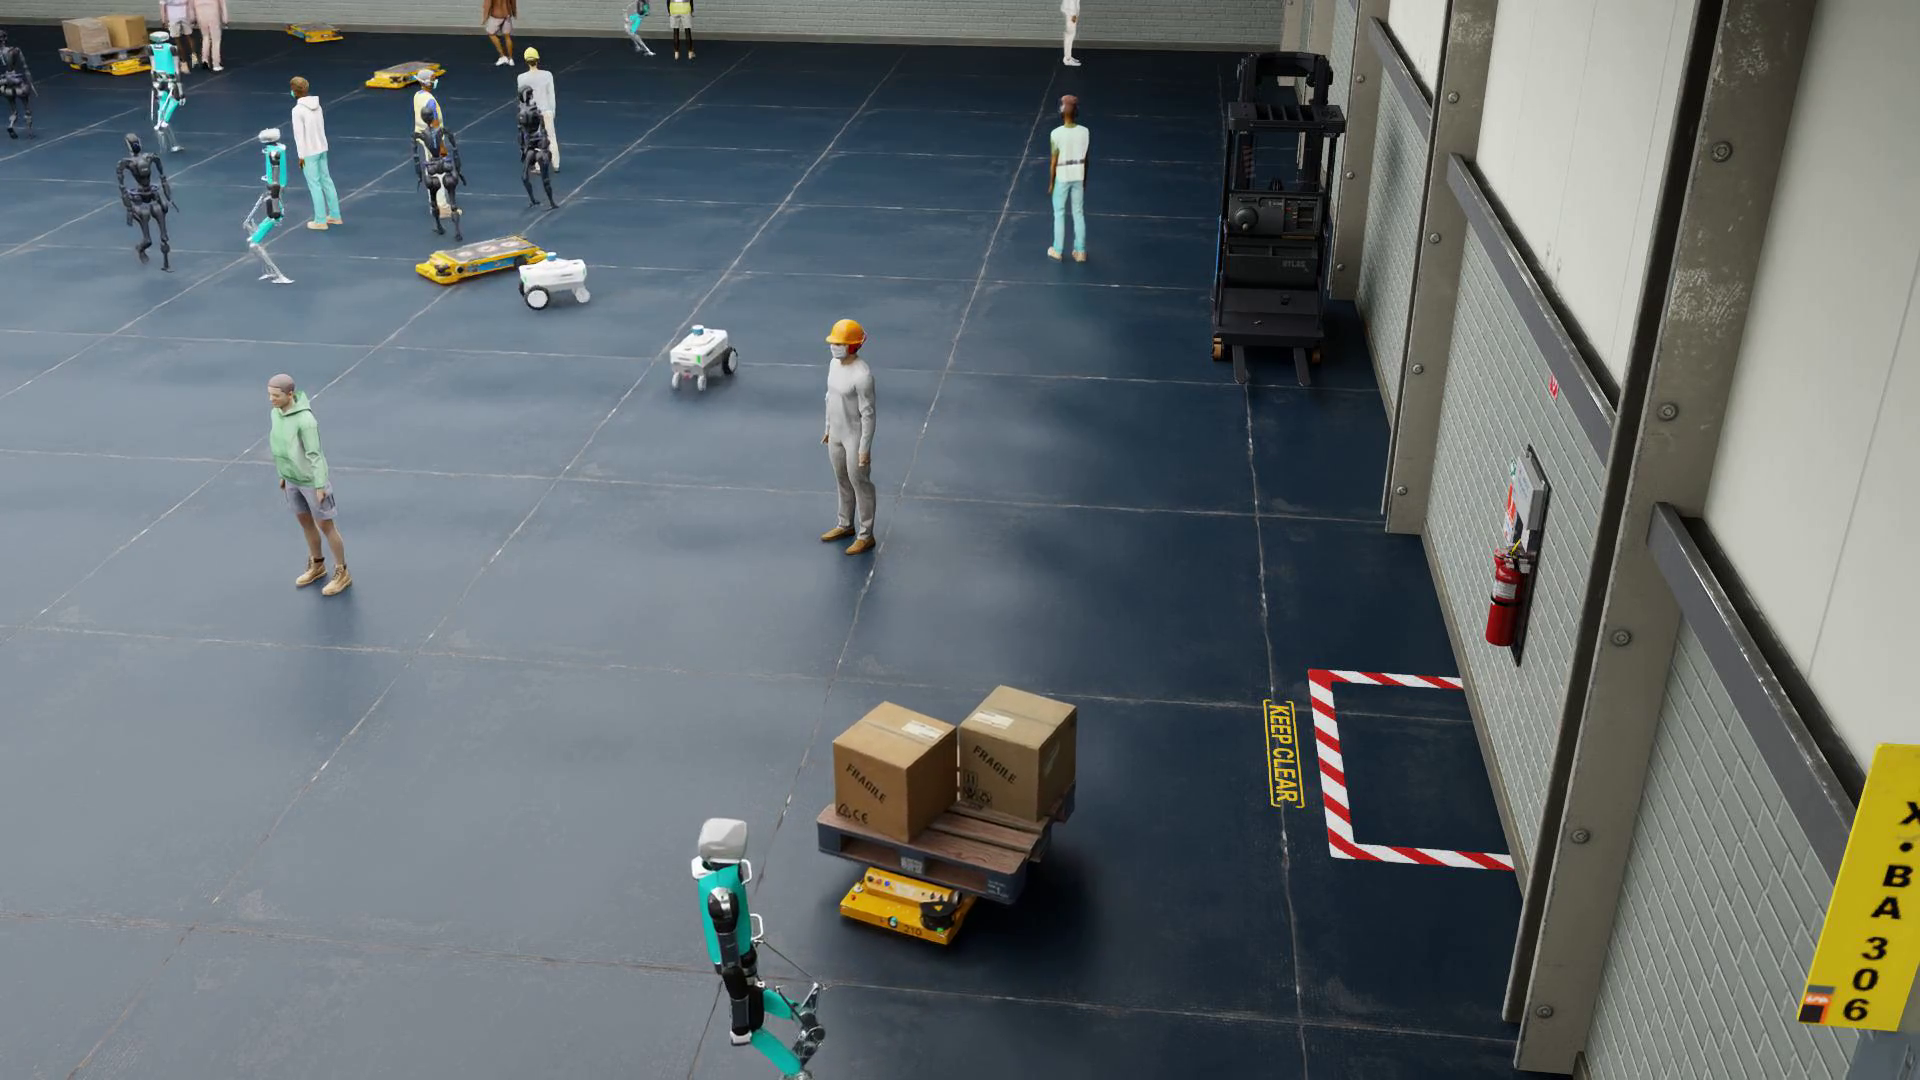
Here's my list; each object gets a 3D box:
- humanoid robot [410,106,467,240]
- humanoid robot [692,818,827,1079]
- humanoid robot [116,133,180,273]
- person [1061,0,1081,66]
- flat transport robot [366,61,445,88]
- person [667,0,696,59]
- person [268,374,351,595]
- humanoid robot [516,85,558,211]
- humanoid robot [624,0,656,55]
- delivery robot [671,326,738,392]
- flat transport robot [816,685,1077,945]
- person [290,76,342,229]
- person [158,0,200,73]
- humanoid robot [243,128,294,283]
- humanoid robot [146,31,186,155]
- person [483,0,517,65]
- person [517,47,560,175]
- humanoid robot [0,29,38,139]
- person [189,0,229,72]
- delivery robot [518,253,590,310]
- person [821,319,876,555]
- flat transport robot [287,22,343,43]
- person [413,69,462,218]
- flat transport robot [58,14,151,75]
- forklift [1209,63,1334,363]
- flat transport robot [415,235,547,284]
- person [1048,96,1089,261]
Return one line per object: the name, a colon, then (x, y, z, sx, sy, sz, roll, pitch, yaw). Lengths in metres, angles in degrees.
humanoid robot: (-6.502, -4.595, 20.760, 0.613, 1.626, 0.654, -14, 30, -26)
humanoid robot: (-0.822, 2.013, 7.491, 0.664, 1.806, 0.531, -5, 27, -10)
humanoid robot: (-9.535, -3.968, 19.500, 0.465, 1.643, 0.613, 21, 33, 36)
person: (2.069, -9.802, 30.915, 0.402, 1.876, 0.495, 0, 27, 0)
flat transport robot: (-9.916, -8.329, 29.765, 0.659, 0.231, 1.431, 9, 28, 17)
person: (-5.282, -9.972, 31.450, 0.539, 1.695, 0.317, 0, 27, 0)
person: (-4.860, -0.427, 12.360, 0.468, 1.733, 0.320, 15, 30, 27)
humanoid robot: (-5.569, -5.134, 21.825, 0.585, 1.645, 0.426, 18, 32, 32)
humanoid robot: (-6.182, -10.149, 31.719, 0.714, 1.750, 0.532, 2, 27, 4)
delivery robot: (-2.570, -1.836, 16.465, 0.499, 0.577, 0.769, 8, 28, 15)
flat transport robot: (-0.081, 1.766, 9.613, 0.659, 0.231, 1.431, 11, 29, 21)
person: (-8.218, -4.915, 21.132, 0.360, 1.909, 0.480, 8, 28, 15)
person: (-14.165, -9.485, 30.106, 0.427, 2.025, 0.643, 22, 34, 37)
humanoid robot: (-8.024, -3.787, 19.070, 0.786, 1.791, 0.530, -8, 28, -16)
humanoid robot: (-11.802, -6.499, 24.604, 0.540, 1.898, 0.726, 7, 28, 14)
person: (-8.503, -9.717, 30.775, 0.460, 1.843, 0.850, 17, 31, 31)
person: (-5.985, -6.076, 23.598, 0.524, 1.765, 0.327, -16, 31, -29)
humanoid robot: (-14.509, -6.962, 25.468, 0.599, 1.640, 0.478, -1, 27, -2)
person: (-13.680, -9.530, 30.382, 0.692, 1.867, 0.456, -1, 27, -2)
delivery robot: (-4.576, -2.905, 18.641, 0.811, 0.613, 0.499, -10, 28, -20)
person: (-0.862, -0.814, 12.949, 0.352, 1.898, 0.562, -20, 33, -34)
flat transport robot: (-13.058, -10.267, 33.635, 0.659, 0.231, 1.431, -19, 32, -33)
person: (-6.843, -5.143, 21.596, 0.388, 1.891, 0.543, -19, 32, -33)
flat transport robot: (-15.673, -8.785, 30.677, 1.431, 0.231, 0.659, 15, 30, 27)
forklift: (3.241, -3.477, 17.183, 1.129, 2.768, 1.873, 3, 27, 6)
flat transport robot: (-5.681, -3.349, 19.824, 1.431, 0.231, 0.659, -22, 34, -36)
person: (1.291, -4.289, 19.835, 0.519, 1.968, 0.665, -9, 28, -17)
